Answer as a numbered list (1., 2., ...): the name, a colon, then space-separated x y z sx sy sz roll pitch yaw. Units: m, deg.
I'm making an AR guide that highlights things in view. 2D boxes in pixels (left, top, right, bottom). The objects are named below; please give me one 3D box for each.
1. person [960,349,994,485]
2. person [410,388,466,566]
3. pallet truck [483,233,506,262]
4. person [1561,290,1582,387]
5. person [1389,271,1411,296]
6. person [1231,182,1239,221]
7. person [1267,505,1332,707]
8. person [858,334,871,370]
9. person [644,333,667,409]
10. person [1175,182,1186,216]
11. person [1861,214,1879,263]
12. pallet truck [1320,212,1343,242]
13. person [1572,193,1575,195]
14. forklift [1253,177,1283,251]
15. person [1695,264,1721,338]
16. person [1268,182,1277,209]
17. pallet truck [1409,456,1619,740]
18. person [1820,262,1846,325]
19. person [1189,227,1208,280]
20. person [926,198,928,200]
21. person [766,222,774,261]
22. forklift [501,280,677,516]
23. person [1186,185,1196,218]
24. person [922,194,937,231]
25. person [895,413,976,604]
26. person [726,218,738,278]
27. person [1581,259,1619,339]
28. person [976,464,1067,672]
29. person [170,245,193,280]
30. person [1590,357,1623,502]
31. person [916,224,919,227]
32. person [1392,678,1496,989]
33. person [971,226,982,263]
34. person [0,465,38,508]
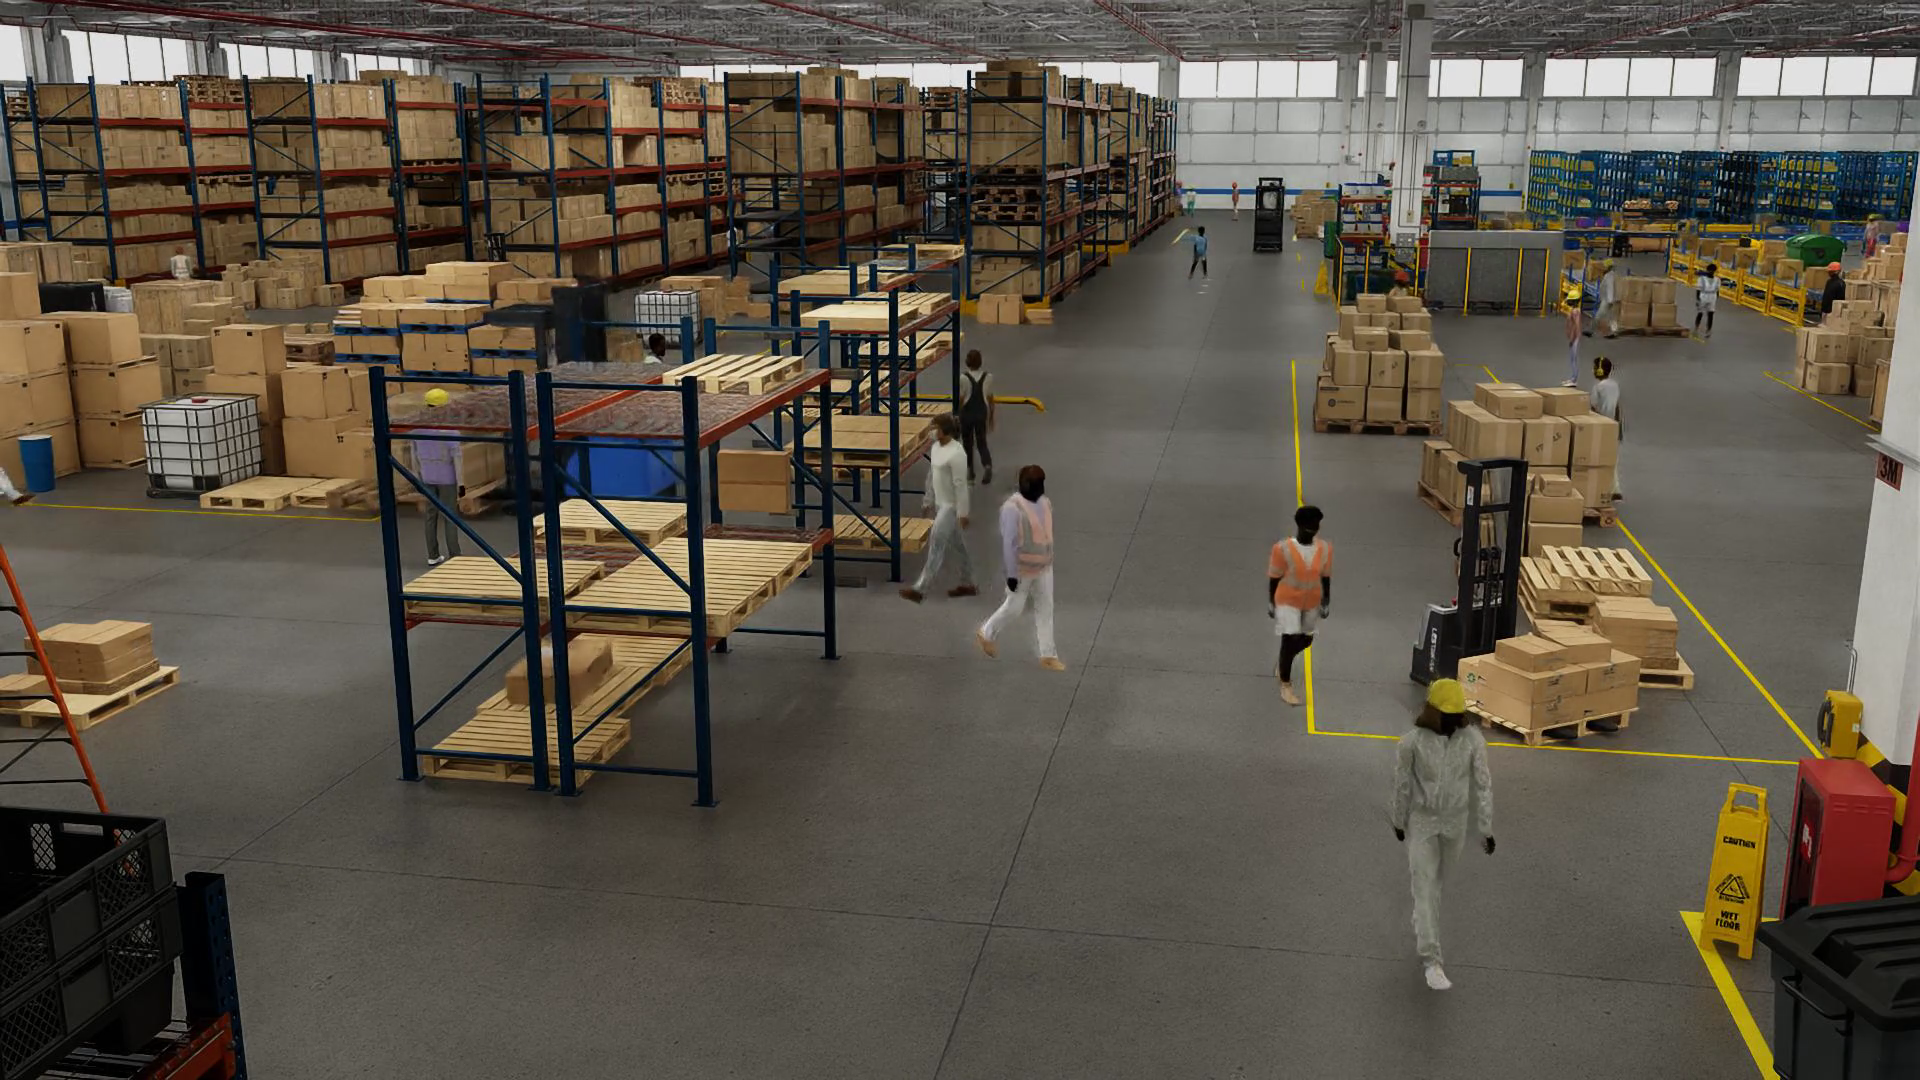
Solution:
1. person: 0.202 -1.585 21.810 0.513 1.829 0.606 -4 14 -16
2. person: -5.585 -0.670 17.885 0.594 1.924 0.382 4 14 14
3. pallet truck: -11.832 -7.026 43.548 1.885 1.965 0.823 8 16 28
4. person: 11.215 -3.686 30.469 0.329 1.765 0.526 5 15 21
5. person: 8.783 -4.375 33.002 0.972 1.884 0.572 12 18 40
6. person: 14.276 -17.581 86.436 0.415 1.985 0.610 1 14 3
7. person: 2.756 0.484 13.733 0.542 1.665 0.663 -3 14 -13
8. person: -1.891 -4.299 32.553 0.602 1.959 0.371 6 15 22
9. person: -4.184 -1.884 22.831 0.373 1.917 0.595 -4 14 -15
10. person: 11.957 -18.689 91.119 0.824 1.887 0.593 4 14 17
11. person: 32.434 -10.718 59.097 0.853 1.735 0.534 -4 15 -17
12. pallet truck: 15.874 -13.227 70.310 0.680 1.201 1.601 10 17 35
13. person: 33.307 -18.387 89.982 0.567 1.844 0.377 -8 16 -30
14. forklift: 12.083 -12.747 64.956 1.129 2.768 1.873 3 14 10
15. person: 17.020 -5.475 37.911 0.534 1.675 0.706 3 14 13
16. person: 17.555 -19.158 93.255 0.980 1.790 0.663 -6 15 -24
17. pallet truck: 4.504 0.400 13.395 0.823 1.965 1.885 -6 15 -23
18. person: 17.889 -4.720 34.191 0.390 1.991 0.625 -1 14 -4
19. person: 7.559 -9.084 52.587 0.530 1.662 0.831 -5 15 -21
20. person: -1.480 -15.497 78.783 0.509 1.598 0.875 4 14 15
21. person: -6.666 -10.731 59.377 0.517 1.603 0.686 -9 17 -33
22. forklift: -4.539 -1.726 20.212 1.873 2.768 1.129 3 14 10
23. person: 12.433 -18.199 89.409 0.532 1.749 0.645 1 14 5
24. person: -1.339 -14.098 72.411 0.641 1.925 0.659 3 14 13
25. person: -0.241 -0.310 16.489 0.984 1.891 0.653 -5 15 -19
26. person: -7.283 -9.348 53.131 0.391 1.922 0.593 -5 15 -21
27. person: 14.477 -5.414 37.452 0.914 1.779 0.610 6 15 22
28. person: 0.549 0.221 14.513 0.847 1.819 0.631 13 19 42
29. person: -20.727 -7.033 44.350 0.522 1.624 0.615 -8 16 -28
30. person: 8.113 -1.420 21.180 0.530 1.805 1.019 -10 17 -34
31. person: -1.966 -13.814 71.280 0.550 1.916 0.670 5 15 18
32. person: 2.668 1.588 9.189 0.504 1.700 0.905 -1 14 -4
33. person: 0.570 -10.252 56.993 0.429 1.836 0.616 12 18 41
34. person: -12.067 -1.240 20.439 1.030 1.821 0.599 -5 15 -19
